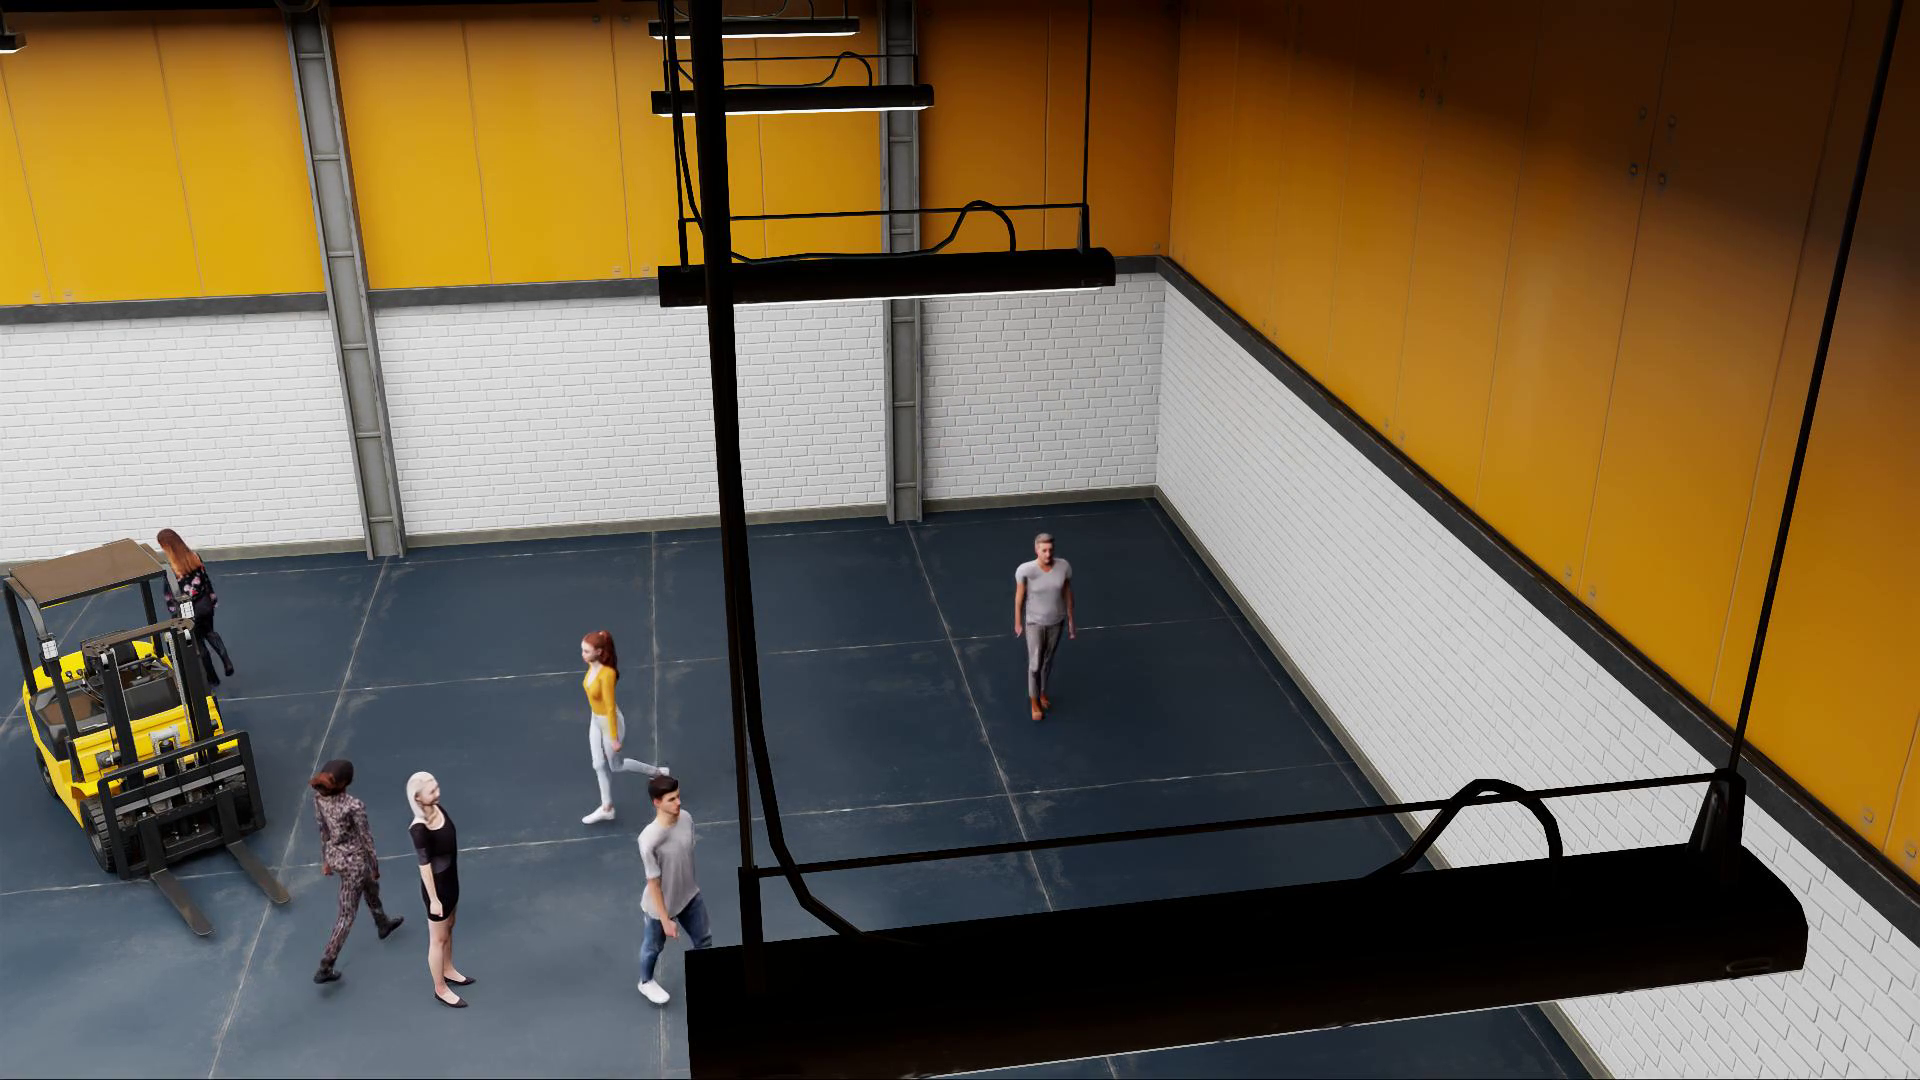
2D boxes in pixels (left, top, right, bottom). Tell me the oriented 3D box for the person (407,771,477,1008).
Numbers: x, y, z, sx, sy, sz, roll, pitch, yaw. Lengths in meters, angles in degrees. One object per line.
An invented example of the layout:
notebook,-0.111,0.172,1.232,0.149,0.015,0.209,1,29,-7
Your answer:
person,-3.646,2.422,11.641,0.549,1.829,0.622,0,24,-1

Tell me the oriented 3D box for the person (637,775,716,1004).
person,-2.080,2.458,11.539,1.228,1.844,1.159,15,28,31

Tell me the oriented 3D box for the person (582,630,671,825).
person,-2.850,1.526,13.812,1.087,1.732,0.825,-14,27,-29

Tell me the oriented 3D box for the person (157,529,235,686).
person,-7.254,0.677,15.843,0.862,1.661,0.802,18,30,36

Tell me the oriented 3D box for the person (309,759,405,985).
person,-4.433,2.387,11.921,1.142,1.669,1.090,11,26,24

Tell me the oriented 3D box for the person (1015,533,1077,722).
person,0.759,0.728,15.540,0.763,1.811,0.810,-8,25,-18
